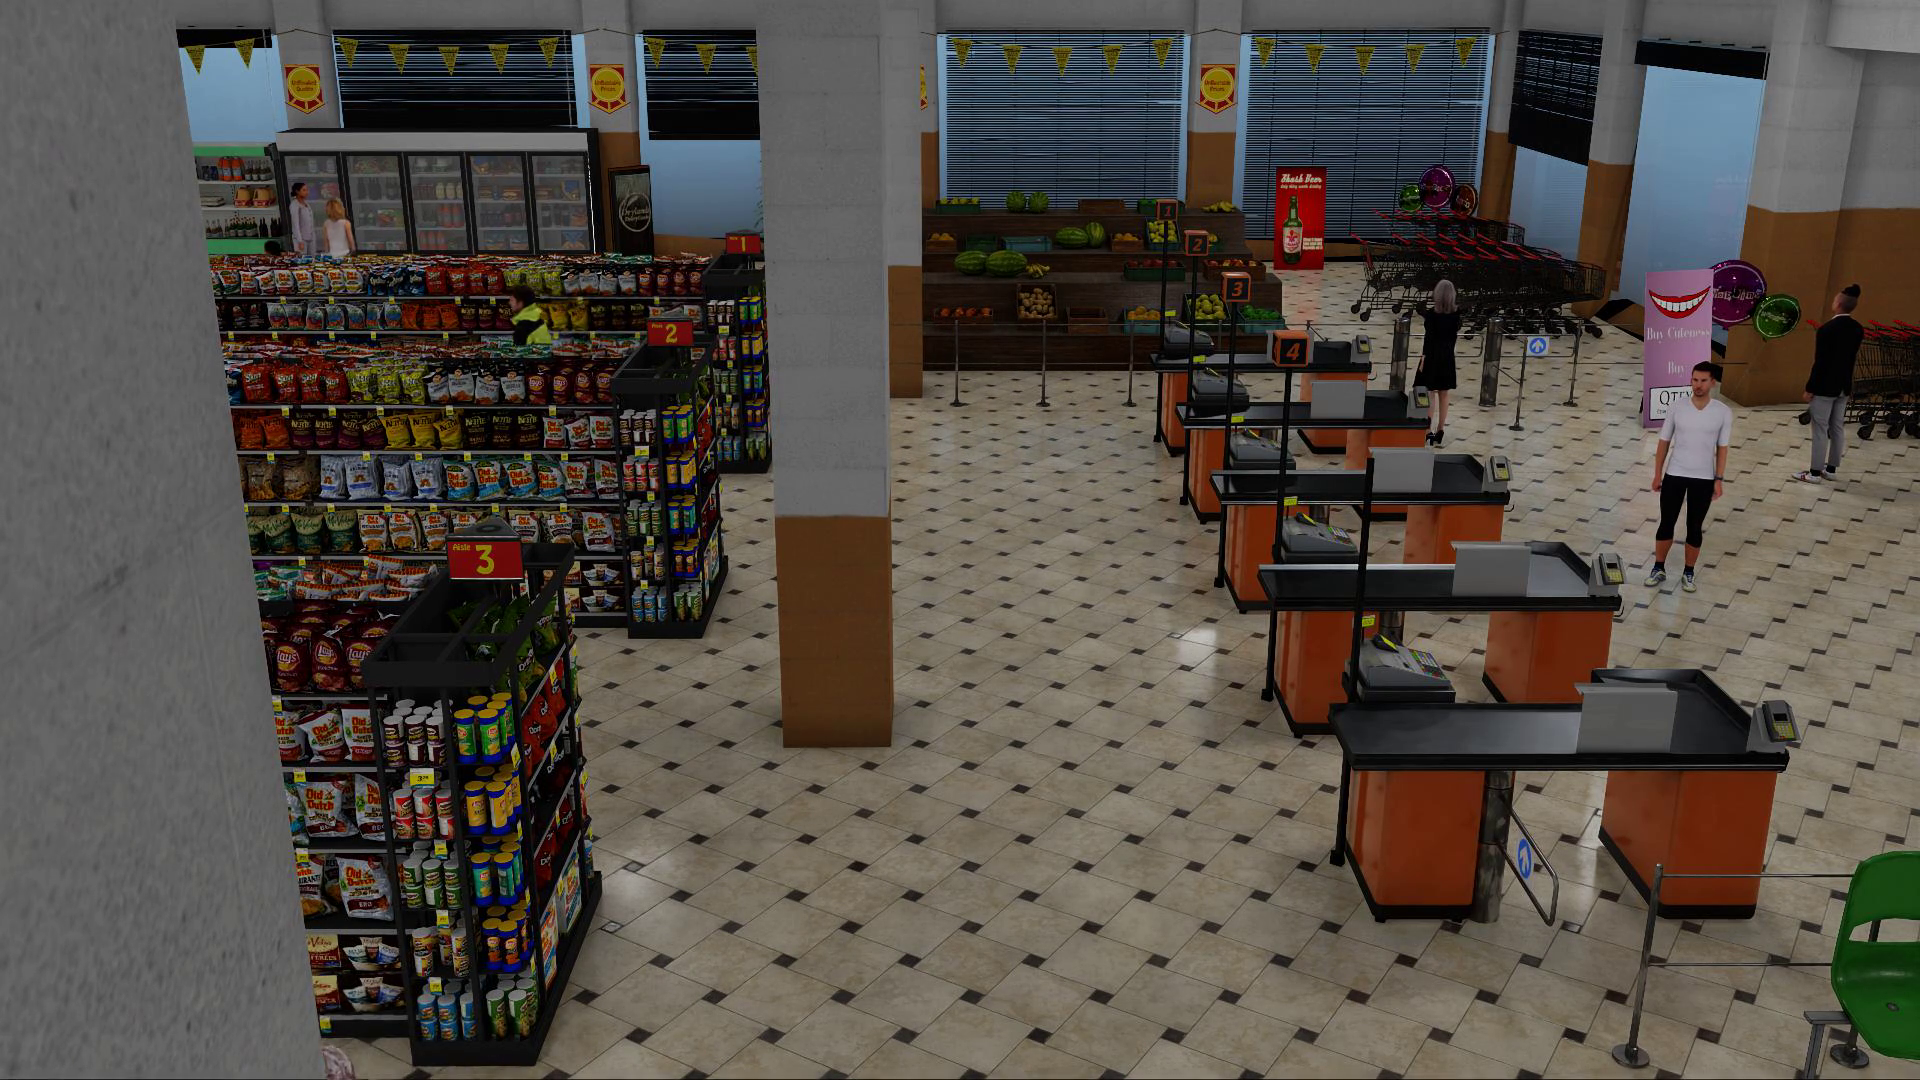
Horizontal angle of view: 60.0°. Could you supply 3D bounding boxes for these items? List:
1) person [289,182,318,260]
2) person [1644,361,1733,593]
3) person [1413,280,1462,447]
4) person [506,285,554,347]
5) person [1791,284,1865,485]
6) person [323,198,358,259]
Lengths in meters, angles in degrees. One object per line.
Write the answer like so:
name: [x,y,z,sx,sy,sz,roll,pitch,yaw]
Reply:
person: [-10.184,-4.669,25.778,0.601,1.733,0.662,3,19,9]
person: [5.831,-0.520,13.289,0.668,1.851,0.817,9,21,25]
person: [5.012,-1.867,17.448,0.627,1.747,0.739,-8,20,-22]
person: [-4.008,-1.467,15.917,0.667,1.967,0.776,0,19,1]
person: [8.446,-1.515,16.090,0.686,1.948,0.846,-7,20,-21]
person: [-9.118,-4.147,24.377,1.064,1.640,0.812,4,19,11]
